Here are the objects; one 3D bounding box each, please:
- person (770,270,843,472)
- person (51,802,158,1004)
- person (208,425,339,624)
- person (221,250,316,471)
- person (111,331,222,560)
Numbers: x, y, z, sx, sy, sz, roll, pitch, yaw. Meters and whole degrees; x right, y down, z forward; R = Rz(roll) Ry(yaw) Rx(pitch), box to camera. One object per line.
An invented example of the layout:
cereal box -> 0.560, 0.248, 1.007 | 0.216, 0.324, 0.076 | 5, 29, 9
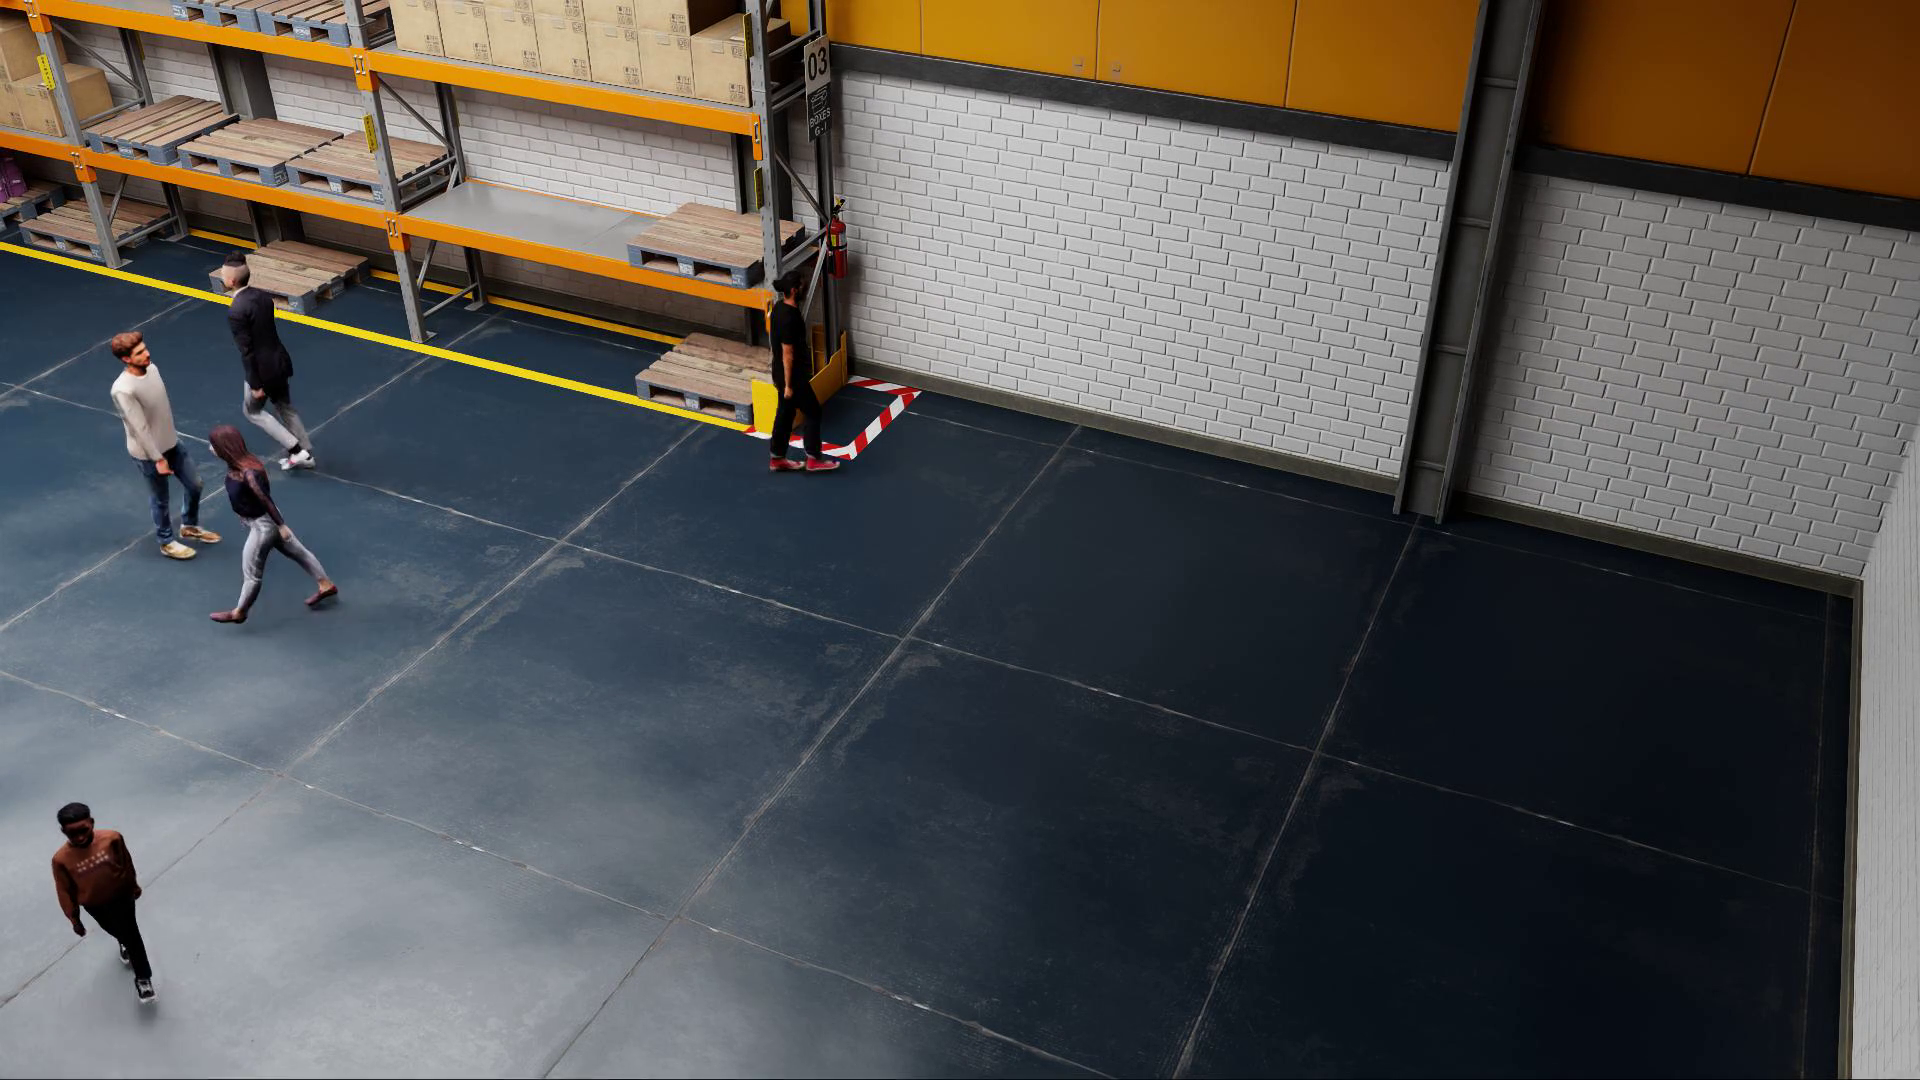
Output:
person -> -1.453, -1.322, 13.426 | 0.971, 1.735, 0.898 | -6, 34, -9
person -> -4.666, 1.895, 9.053 | 0.830, 1.218, 0.977 | -19, 38, -26
person -> -4.863, -0.108, 11.763 | 1.091, 1.553, 1.110 | -17, 37, -23
person -> -5.482, -1.389, 13.348 | 0.825, 1.933, 0.862 | 5, 34, 7
person -> -6.054, -0.688, 12.337 | 0.735, 1.885, 0.734 | 6, 34, 8
